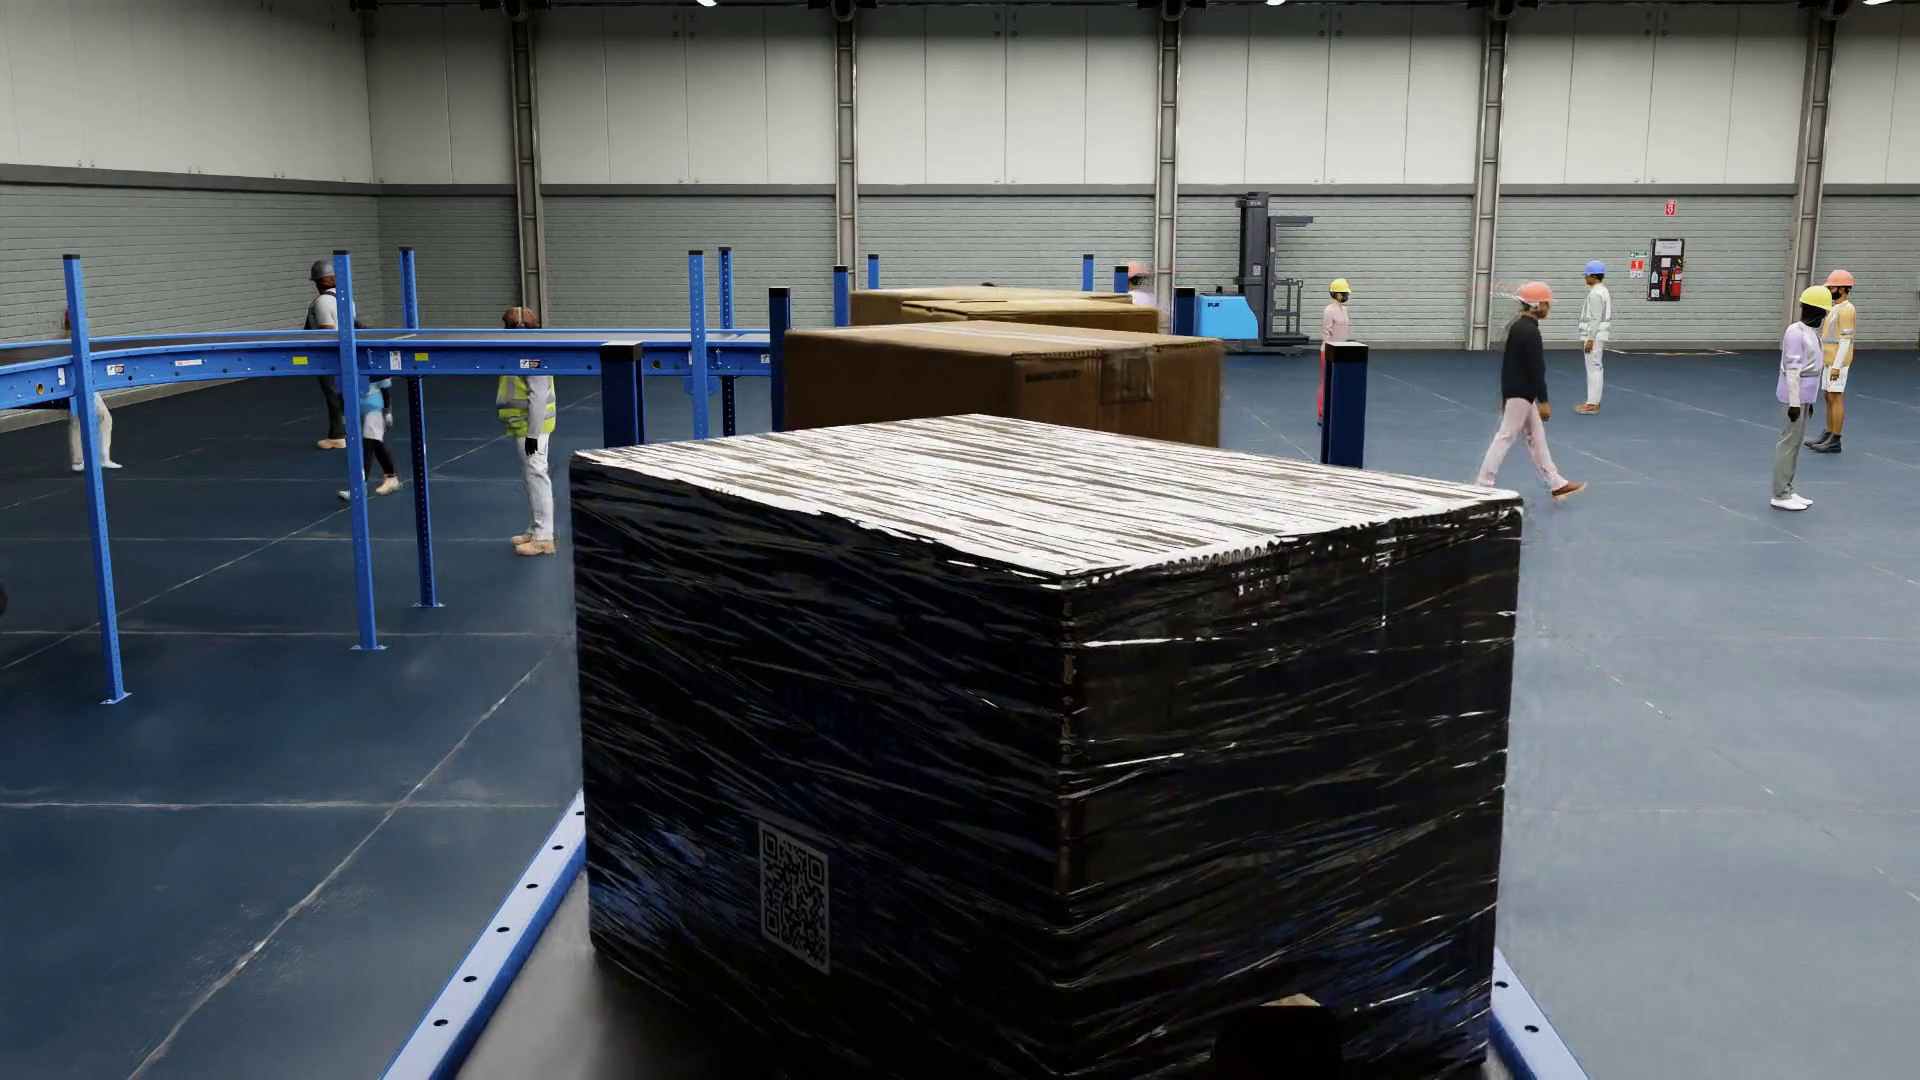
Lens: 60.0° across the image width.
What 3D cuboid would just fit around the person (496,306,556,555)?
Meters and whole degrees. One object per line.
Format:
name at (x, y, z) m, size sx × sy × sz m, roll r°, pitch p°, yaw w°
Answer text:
person at (-3.244, -0.822, 12.463) m, size 0.429 × 1.841 × 0.634 m, roll -4°, pitch 12°, yaw -18°

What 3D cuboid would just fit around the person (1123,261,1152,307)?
person at (2.022, -2.212, 19.205) m, size 1.018 × 2.003 × 0.616 m, roll 8°, pitch 13°, yaw 35°

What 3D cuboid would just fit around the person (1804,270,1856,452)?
person at (9.381, -1.924, 17.880) m, size 0.361 × 1.938 × 0.545 m, roll 3°, pitch 11°, yaw 15°

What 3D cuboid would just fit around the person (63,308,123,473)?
person at (-8.559, -1.482, 16.394) m, size 0.560 × 1.619 × 0.539 m, roll -11°, pitch 15°, yaw -43°

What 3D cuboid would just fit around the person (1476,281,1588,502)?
person at (4.994, -1.261, 14.461) m, size 1.025 × 1.936 × 0.643 m, roll 1°, pitch 11°, yaw 8°

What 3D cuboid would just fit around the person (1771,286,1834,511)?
person at (7.263, -1.228, 14.354) m, size 0.380 × 1.917 × 0.586 m, roll 8°, pitch 14°, yaw 36°

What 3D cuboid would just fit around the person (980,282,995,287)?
person at (0.445, -2.508, 21.568) m, size 0.721 × 1.677 × 0.538 m, roll -4°, pitch 12°, yaw -21°

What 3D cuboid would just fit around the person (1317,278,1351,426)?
person at (4.531, -2.262, 20.058) m, size 0.328 × 1.769 × 0.526 m, roll 9°, pitch 14°, yaw 37°

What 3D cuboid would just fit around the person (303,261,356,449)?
person at (-6.908, -2.017, 18.199) m, size 0.536 × 2.000 × 0.673 m, roll 1°, pitch 11°, yaw 5°

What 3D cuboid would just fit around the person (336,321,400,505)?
person at (-5.259, -1.136, 14.685) m, size 0.544 × 1.599 × 1.014 m, roll 4°, pitch 12°, yaw 20°

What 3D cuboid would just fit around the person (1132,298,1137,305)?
person at (1.409, -1.336, 15.256) m, size 0.927 × 1.792 × 0.597 m, roll 4°, pitch 12°, yaw 18°

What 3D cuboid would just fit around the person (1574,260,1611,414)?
person at (8.101, -2.595, 21.299) m, size 0.404 × 1.945 × 0.615 m, roll 6°, pitch 12°, yaw 27°

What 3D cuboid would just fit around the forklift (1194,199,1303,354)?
forklift at (5.313, -4.851, 30.603) m, size 1.873 × 2.768 × 1.129 m, roll 0°, pitch 11°, yaw 1°
